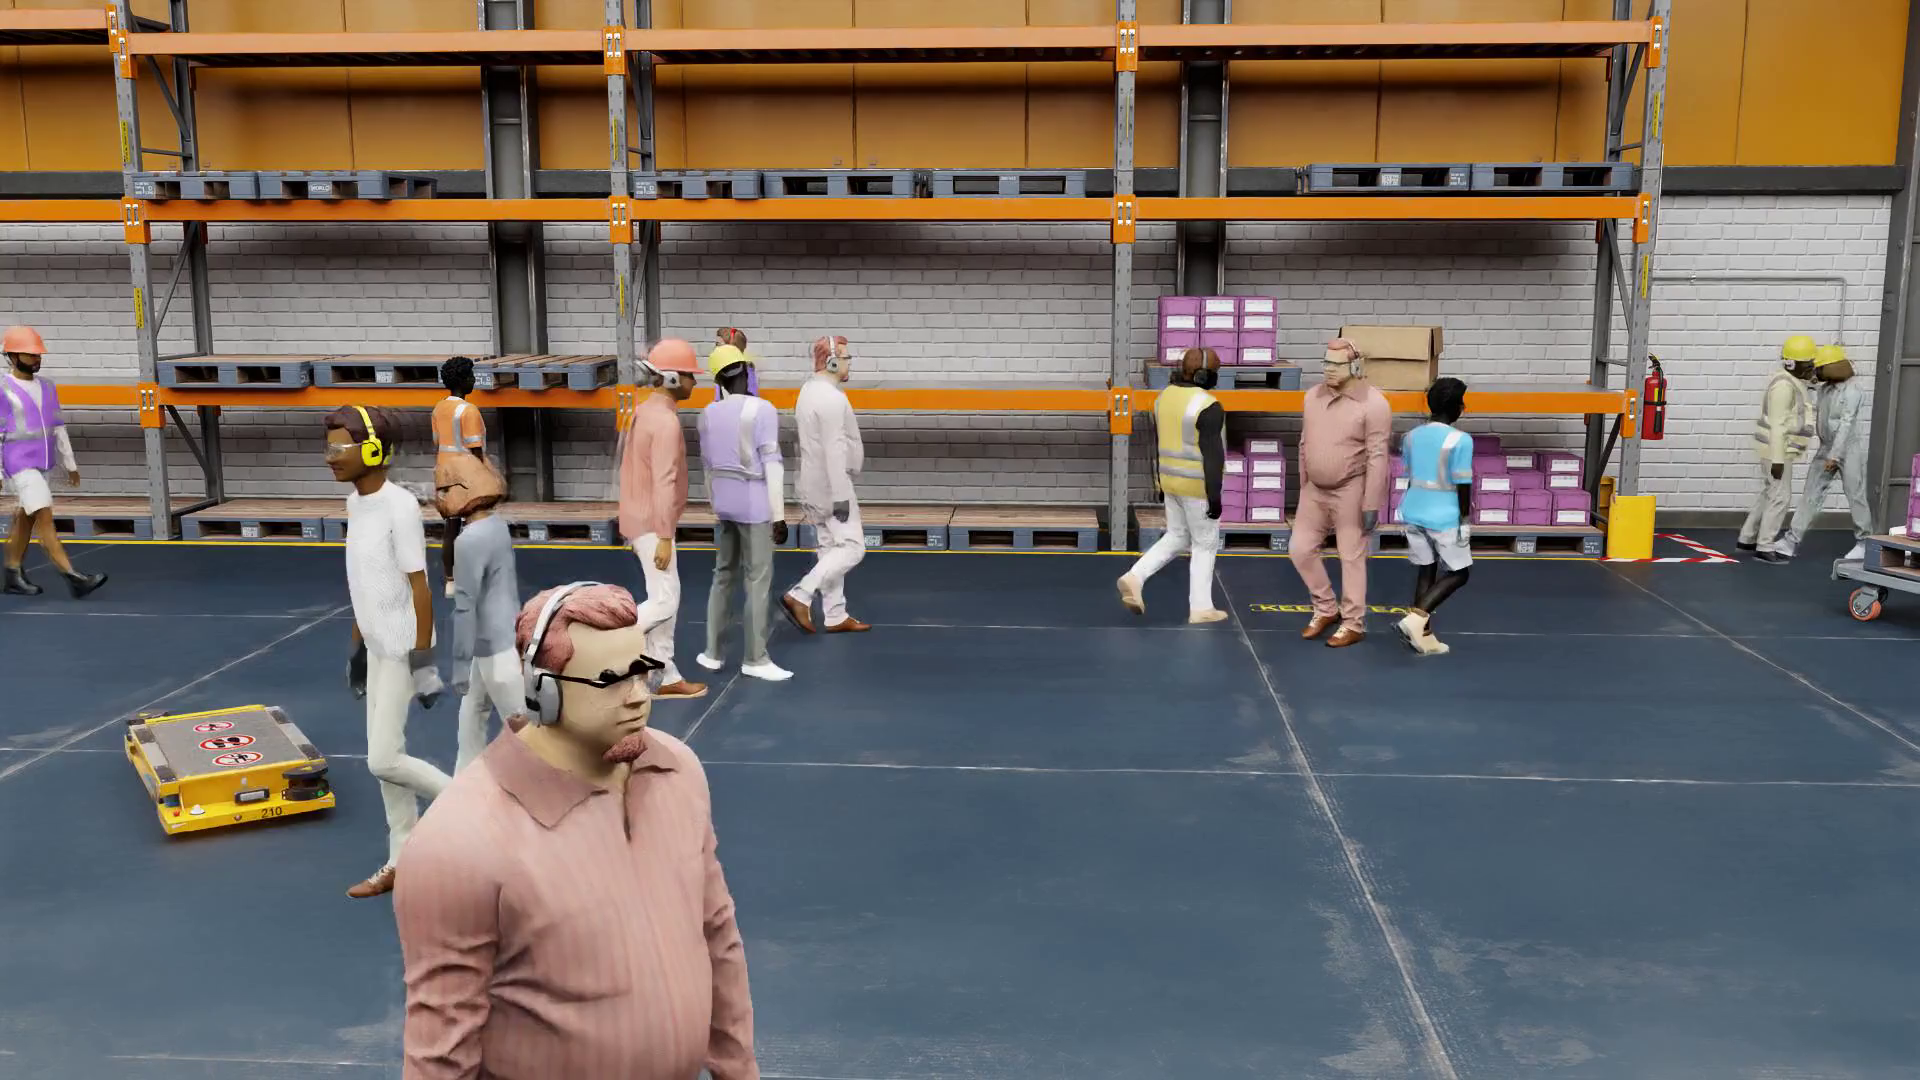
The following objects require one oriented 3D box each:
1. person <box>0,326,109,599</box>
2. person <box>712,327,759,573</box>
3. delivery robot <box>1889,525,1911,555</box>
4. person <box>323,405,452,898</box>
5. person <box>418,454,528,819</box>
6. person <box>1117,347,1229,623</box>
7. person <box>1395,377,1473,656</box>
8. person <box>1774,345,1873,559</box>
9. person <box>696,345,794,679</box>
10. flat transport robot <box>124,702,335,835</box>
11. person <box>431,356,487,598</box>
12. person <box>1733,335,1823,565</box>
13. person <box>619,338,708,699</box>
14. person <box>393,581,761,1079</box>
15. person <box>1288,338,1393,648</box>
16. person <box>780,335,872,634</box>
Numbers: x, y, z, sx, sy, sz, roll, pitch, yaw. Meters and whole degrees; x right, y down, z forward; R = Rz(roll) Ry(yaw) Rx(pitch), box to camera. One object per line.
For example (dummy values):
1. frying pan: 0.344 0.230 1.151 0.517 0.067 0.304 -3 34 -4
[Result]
1. person: -6.348 -0.522 11.530 0.957 1.888 0.569 2 10 13
2. person: -1.671 -0.669 12.514 0.389 1.849 0.565 1 10 6
3. delivery robot: 7.023 0.046 11.839 0.477 0.478 0.707 -6 11 -32
4. person: -2.060 0.412 6.178 0.473 1.852 0.527 -7 12 -37
5. person: -1.889 0.441 6.792 0.779 1.592 0.557 -1 10 -3
6. person: 1.423 -0.333 10.678 0.681 1.818 0.640 -5 11 -27
7. person: 2.754 -0.115 9.761 0.448 1.681 0.537 -5 11 -29
8. person: 6.798 -0.676 13.004 0.872 1.686 0.478 -2 10 -11
9. person: -1.224 -0.148 9.405 0.684 1.881 0.367 8 13 41
10. flat transport robot: -3.310 0.981 7.467 0.652 0.197 1.431 -6 11 -32
11. person: -3.428 -0.416 11.481 0.535 1.697 0.318 9 13 42
12. person: 6.340 -0.698 12.887 0.541 1.793 0.640 6 11 30
13. person: -1.684 -0.075 8.723 0.743 1.963 0.635 -4 10 -21
14. person: -0.631 0.976 2.874 0.985 1.862 0.661 5 11 29
15. person: 2.297 -0.277 10.102 0.472 1.885 0.677 -8 13 -39
16. person: -0.826 -0.323 10.343 0.515 1.894 0.663 -3 10 -17
